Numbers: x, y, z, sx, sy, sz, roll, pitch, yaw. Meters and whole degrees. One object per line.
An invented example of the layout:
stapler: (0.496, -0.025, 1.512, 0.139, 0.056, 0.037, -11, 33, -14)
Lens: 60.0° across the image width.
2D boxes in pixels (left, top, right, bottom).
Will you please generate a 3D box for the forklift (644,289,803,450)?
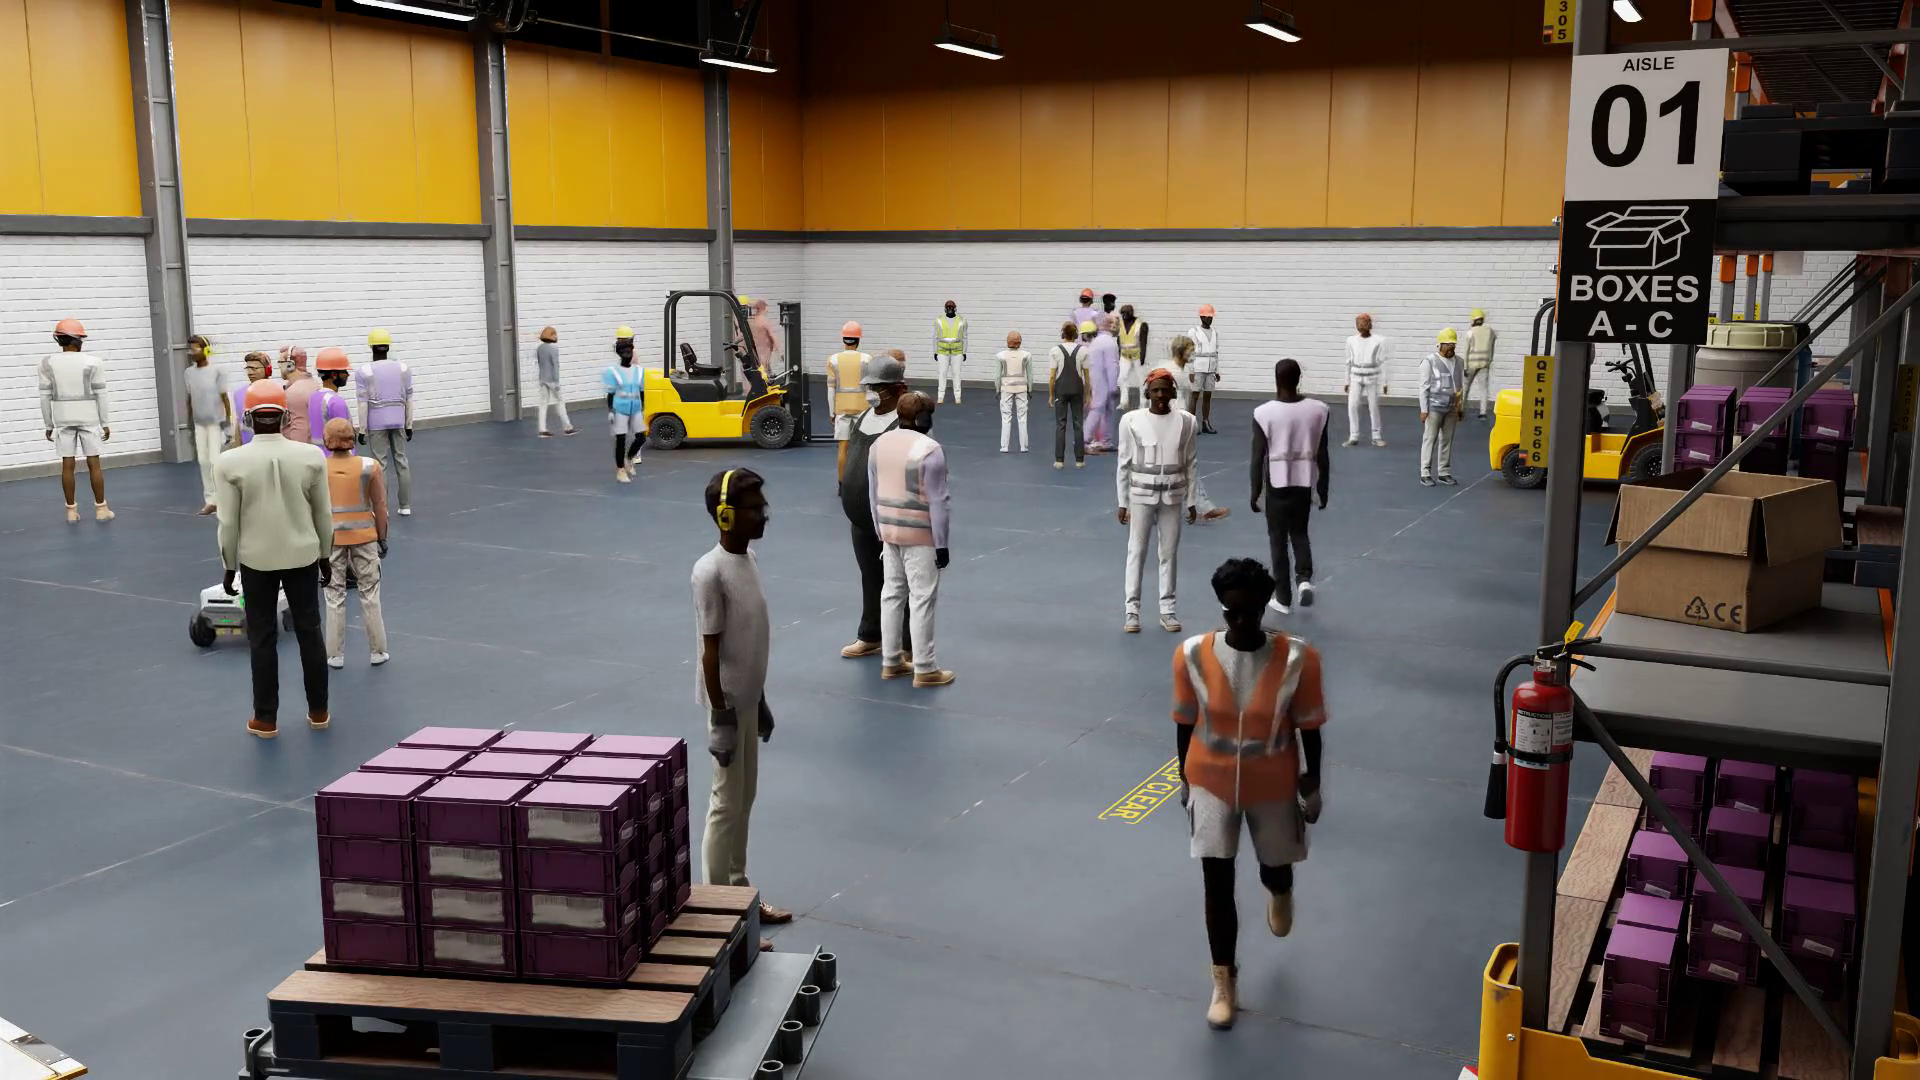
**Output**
forklift: (-3.358, -2.392, 23.136, 2.313, 2.155, 1.214, -1, 10, -5)

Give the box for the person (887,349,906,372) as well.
person: (-0.700, -1.314, 18.579, 0.535, 1.618, 0.519, -2, 10, -9)

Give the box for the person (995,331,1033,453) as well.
person: (0.725, -1.984, 22.376, 0.522, 1.639, 0.305, -1, 10, -3)

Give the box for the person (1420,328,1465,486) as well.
person: (5.590, -1.539, 19.242, 0.599, 1.830, 0.403, -4, 11, -21)

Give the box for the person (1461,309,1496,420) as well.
person: (8.370, -2.854, 27.001, 0.595, 1.780, 0.940, -1, 10, -5)

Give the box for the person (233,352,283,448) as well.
person: (-5.980, -0.701, 14.352, 0.566, 1.846, 0.389, 2, 10, 10)

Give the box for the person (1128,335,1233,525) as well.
person: (2.153, -1.062, 16.335, 1.040, 1.877, 0.645, 4, 11, 22)

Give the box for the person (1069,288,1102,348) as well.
person: (2.296, -3.564, 30.358, 0.613, 2.041, 0.392, 3, 10, 15)

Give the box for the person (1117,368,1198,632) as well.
person: (1.400, -0.280, 11.806, 0.577, 1.882, 0.349, -1, 10, -4)

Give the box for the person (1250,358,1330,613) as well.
person: (2.446, -0.400, 12.411, 0.604, 1.906, 0.442, -2, 10, -10)

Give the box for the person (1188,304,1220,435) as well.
person: (3.626, -2.526, 24.650, 0.543, 1.940, 0.361, -5, 11, -26)

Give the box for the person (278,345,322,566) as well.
person: (-5.627, -0.703, 14.192, 0.402, 1.906, 0.652, -1, 10, -8)

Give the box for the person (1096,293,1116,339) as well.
person: (2.717, -3.541, 30.481, 0.482, 1.947, 0.635, 3, 10, 19)

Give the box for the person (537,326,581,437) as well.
person: (-5.932, -2.321, 24.374, 0.527, 1.607, 0.671, 8, 13, 38)

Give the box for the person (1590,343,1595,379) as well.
person: (9.327, -2.572, 25.010, 0.410, 1.909, 0.642, -1, 10, -5)

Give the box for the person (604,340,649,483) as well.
person: (-3.908, -1.502, 19.473, 0.538, 1.686, 0.386, -8, 12, -38)

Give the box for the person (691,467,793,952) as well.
person: (-0.850, 0.650, 6.454, 0.329, 1.875, 0.507, 2, 10, 10)

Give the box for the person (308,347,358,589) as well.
person: (-4.991, -0.574, 13.349, 0.362, 1.938, 0.545, -9, 14, -43)

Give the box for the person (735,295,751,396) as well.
person: (-3.851, -3.392, 29.690, 0.360, 1.930, 0.589, -5, 11, -25)

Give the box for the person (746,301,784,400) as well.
person: (-3.375, -3.242, 29.044, 0.989, 1.844, 0.737, -7, 12, -36)

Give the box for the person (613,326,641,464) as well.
person: (-4.238, -1.840, 21.181, 0.312, 1.768, 0.529, -3, 10, -16)

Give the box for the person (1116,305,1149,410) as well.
person: (2.911, -3.121, 28.508, 0.621, 1.795, 0.728, 6, 12, 33)

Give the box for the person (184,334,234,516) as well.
person: (-7.701, -1.186, 17.109, 0.541, 1.859, 0.469, 2, 10, 14)

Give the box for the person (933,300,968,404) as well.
person: (-0.173, -3.354, 29.724, 0.624, 1.844, 0.429, 0, 10, 0)

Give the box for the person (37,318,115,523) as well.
person: (-8.803, -1.182, 16.576, 0.609, 2.040, 0.394, -3, 10, -15)

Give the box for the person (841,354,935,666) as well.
person: (-0.514, -0.194, 10.851, 0.681, 2.000, 0.538, 10, 14, 44)

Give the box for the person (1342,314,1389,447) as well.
person: (5.656, -2.208, 23.097, 0.625, 1.859, 0.601, 6, 11, 30)

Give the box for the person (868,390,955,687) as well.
person: (-0.285, -0.011, 10.375, 0.429, 1.839, 0.633, -10, 14, -44)

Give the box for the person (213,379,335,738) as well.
person: (-3.802, 0.103, 9.265, 0.612, 1.995, 0.377, -7, 12, -35)

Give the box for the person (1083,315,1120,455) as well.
person: (1.886, -2.077, 22.298, 0.678, 1.866, 0.671, -1, 10, -8)

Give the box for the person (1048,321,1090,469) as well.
person: (1.362, -1.803, 20.740, 0.519, 1.842, 0.330, 0, 10, 0)

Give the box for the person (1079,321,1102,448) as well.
person: (1.824, -2.154, 23.050, 0.378, 1.750, 0.538, 2, 10, 12)

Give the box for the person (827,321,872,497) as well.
person: (-1.187, -1.437, 18.346, 0.543, 1.938, 0.357, 1, 10, 4)

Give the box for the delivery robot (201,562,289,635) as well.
delivery robot: (-4.932, 0.384, 11.531, 0.477, 0.478, 0.707, 1, 10, 7)

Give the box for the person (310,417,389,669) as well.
person: (-3.960, 0.023, 10.762, 0.511, 1.639, 0.308, -3, 10, -19)

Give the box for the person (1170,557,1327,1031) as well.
person: (1.030, 0.839, 5.947, 0.541, 1.669, 0.653, 3, 10, 15)

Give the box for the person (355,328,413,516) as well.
person: (-5.832, -1.176, 16.869, 0.587, 1.927, 0.364, -9, 13, -42)

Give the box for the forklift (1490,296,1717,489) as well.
forklift: (7.296, -1.677, 18.993, 2.313, 2.155, 1.214, 5, 11, 27)

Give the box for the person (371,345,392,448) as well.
person: (-8.019, -2.091, 23.099, 0.279, 1.613, 0.650, -6, 11, -31)
